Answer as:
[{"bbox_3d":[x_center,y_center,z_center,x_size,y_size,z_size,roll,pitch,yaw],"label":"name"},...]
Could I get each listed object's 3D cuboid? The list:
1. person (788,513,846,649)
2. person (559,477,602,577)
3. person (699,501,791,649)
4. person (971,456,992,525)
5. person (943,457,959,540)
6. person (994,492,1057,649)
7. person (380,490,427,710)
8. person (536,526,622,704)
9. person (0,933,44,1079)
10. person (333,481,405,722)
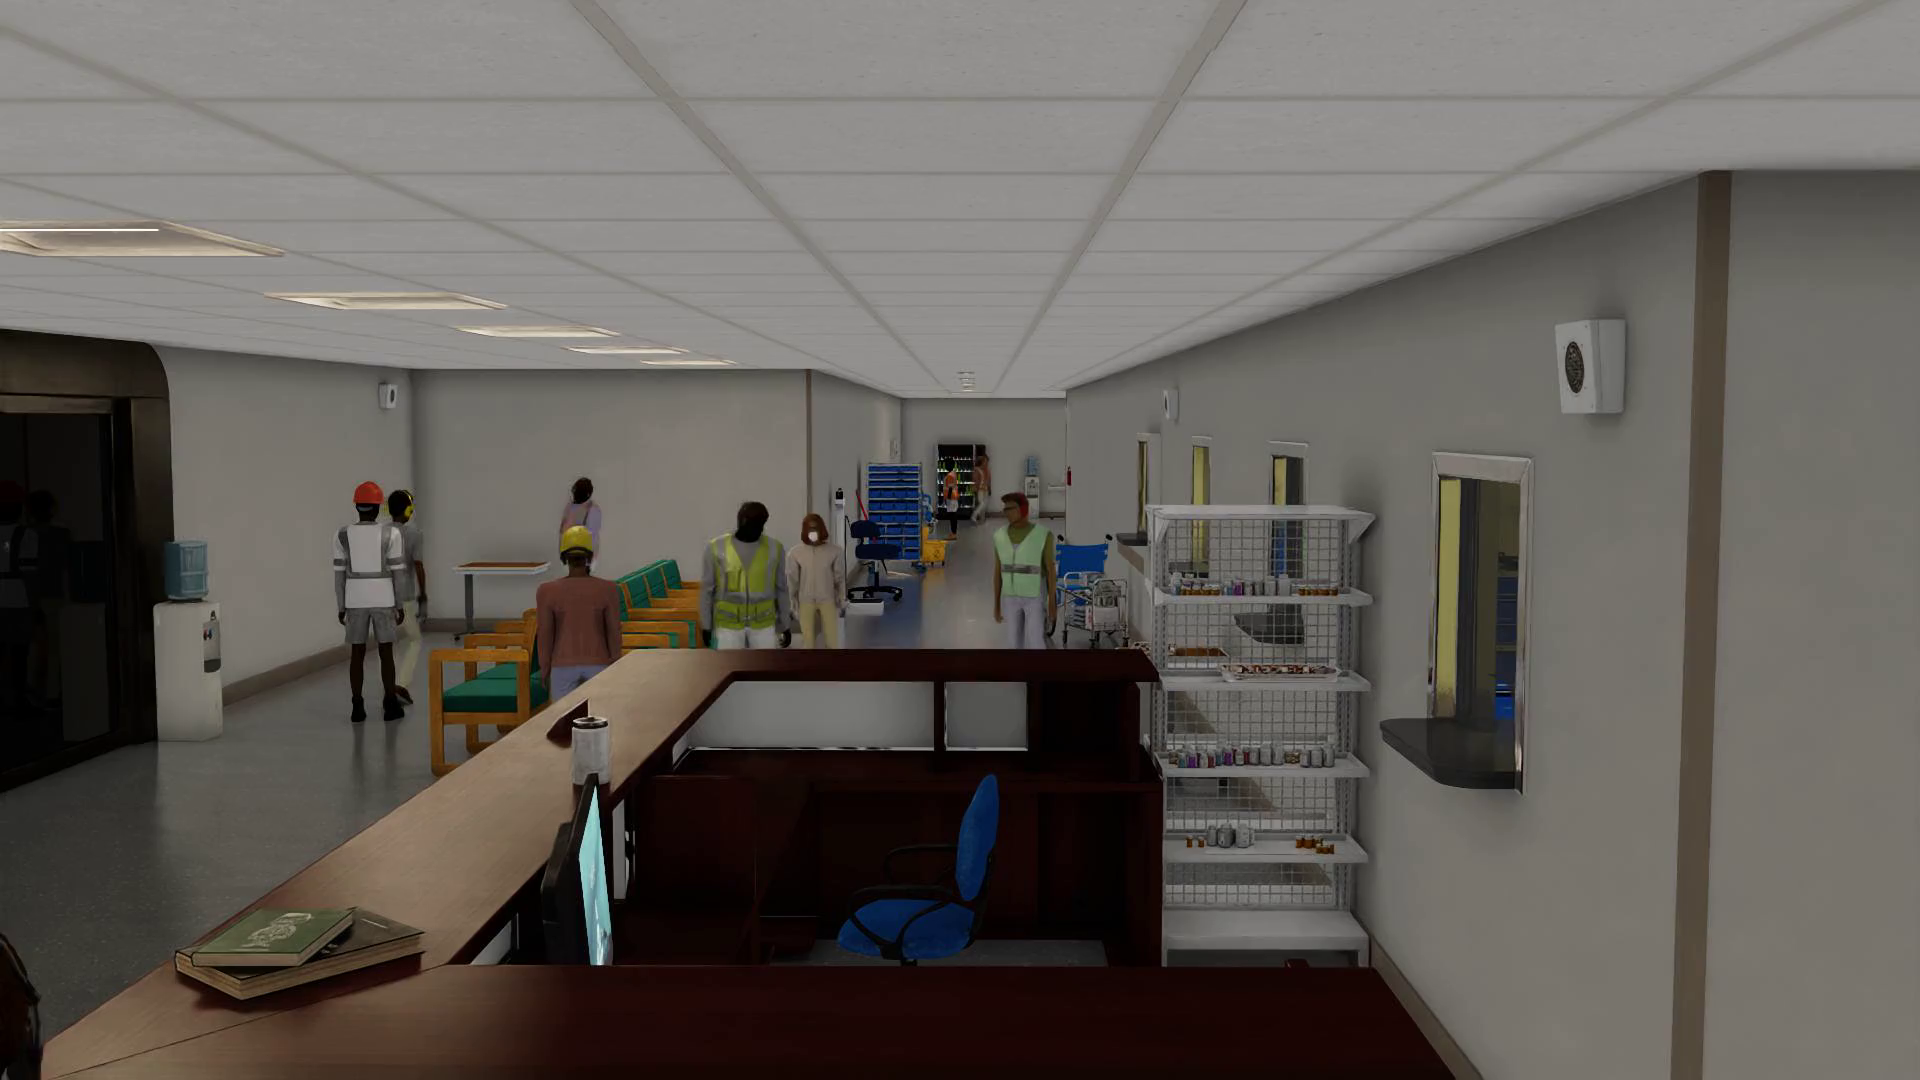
[{"bbox_3d":[-1.256,0.571,14.609,0.523,1.613,0.401,0,4,-3],"label":"person"},{"bbox_3d":[-4.162,0.221,18.247,0.445,1.813,0.681,-3,5,-36],"label":"person"},{"bbox_3d":[-1.590,0.634,12.353,0.682,1.823,0.431,-1,4,-12],"label":"person"},{"bbox_3d":[0.531,-1.137,38.550,0.362,1.625,0.515,3,5,36],"label":"person"},{"bbox_3d":[-0.188,-0.833,33.782,0.319,1.694,0.532,1,4,7],"label":"person"},{"bbox_3d":[0.560,0.504,14.080,0.598,1.836,0.398,2,5,31],"label":"person"},{"bbox_3d":[-4.721,0.505,13.961,0.569,1.849,0.383,0,4,5],"label":"person"},{"bbox_3d":[-2.382,0.796,10.419,0.525,1.769,0.311,-1,4,-16],"label":"person"},{"bbox_3d":[-1.200,1.365,1.996,0.629,1.835,0.429,-2,5,-30],"label":"person"},{"bbox_3d":[-4.752,0.498,13.410,0.542,1.938,0.358,-1,4,-9],"label":"person"}]
